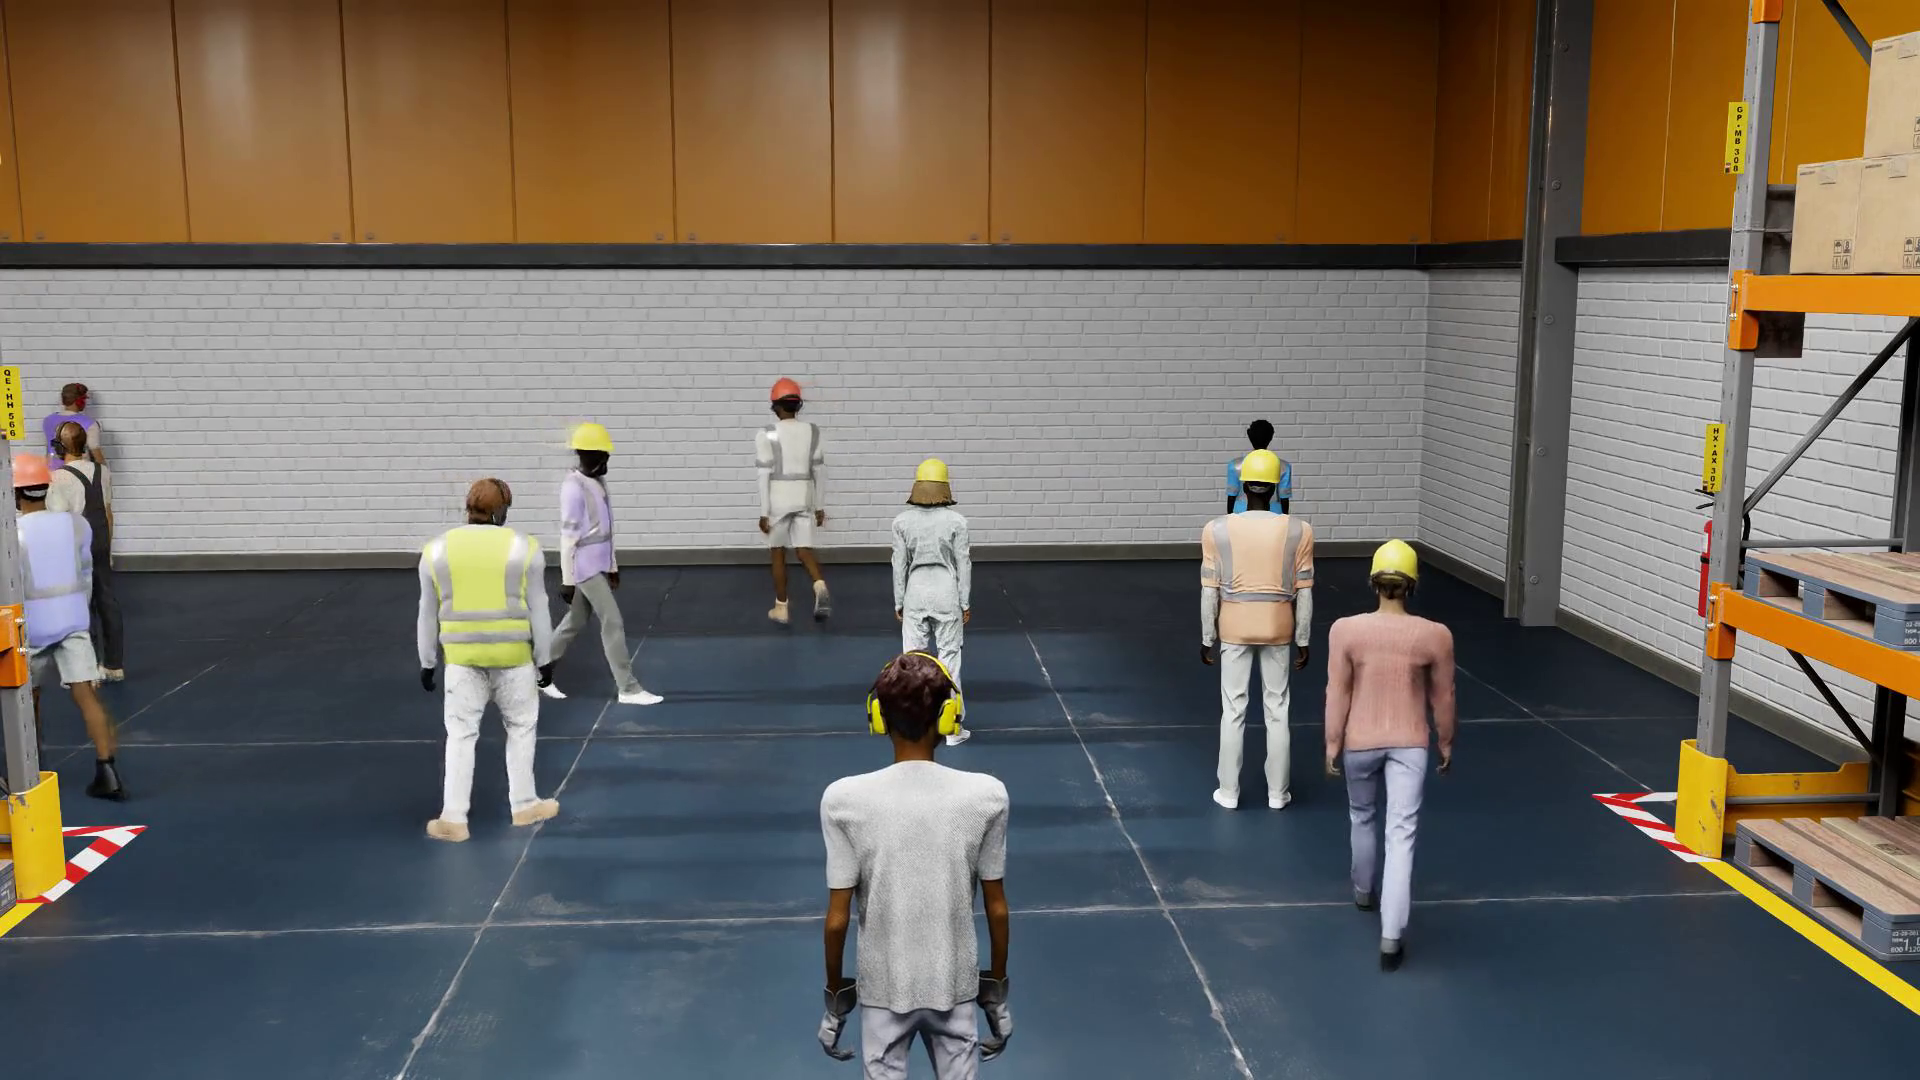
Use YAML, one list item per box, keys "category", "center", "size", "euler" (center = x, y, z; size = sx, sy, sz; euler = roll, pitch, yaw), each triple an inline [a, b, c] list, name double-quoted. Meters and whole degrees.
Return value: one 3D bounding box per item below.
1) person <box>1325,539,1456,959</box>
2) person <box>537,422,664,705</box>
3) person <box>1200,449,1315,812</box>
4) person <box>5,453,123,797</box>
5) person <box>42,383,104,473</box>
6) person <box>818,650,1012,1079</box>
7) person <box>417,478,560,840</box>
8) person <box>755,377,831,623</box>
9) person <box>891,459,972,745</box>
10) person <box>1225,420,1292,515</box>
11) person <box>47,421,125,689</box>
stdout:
- category: "person"
  center: [1.827, 0.860, 7.079]
  size: [0.540, 1.717, 0.918]
  euler: [3, 9, 16]
- category: "person"
  center: [-2.483, 0.155, 10.982]
  size: [0.964, 1.888, 0.600]
  euler: [1, 9, 4]
- category: "person"
  center: [1.560, 0.482, 8.784]
  size: [0.592, 1.926, 0.366]
  euler: [1, 9, 6]
- category: "person"
  center: [-4.955, 0.465, 9.066]
  size: [1.034, 1.893, 0.551]
  euler: [7, 12, 38]
- category: "person"
  center: [-8.268, -0.544, 15.533]
  size: [0.580, 1.829, 0.418]
  euler: [2, 9, 12]
- category: "person"
  center: [-0.119, 1.212, 4.409]
  size: [0.514, 1.863, 0.334]
  euler: [-1, 9, -6]
- category: "person"
  center: [-2.419, 0.605, 8.422]
  size: [0.705, 1.825, 0.464]
  euler: [-1, 9, -5]
- category: "person"
  center: [-1.328, -0.289, 13.362]
  size: [0.612, 2.023, 0.768]
  euler: [-6, 11, -32]
- category: "person"
  center: [-0.163, 0.377, 10.051]
  size: [0.484, 1.736, 0.308]
  euler: [2, 9, 10]
- category: "person"
  center: [2.382, -0.119, 13.307]
  size: [0.530, 1.689, 0.321]
  euler: [1, 9, 3]
- category: "person"
  center: [-6.026, 0.104, 11.417]
  size: [0.351, 1.846, 0.507]
  euler: [3, 10, 18]
